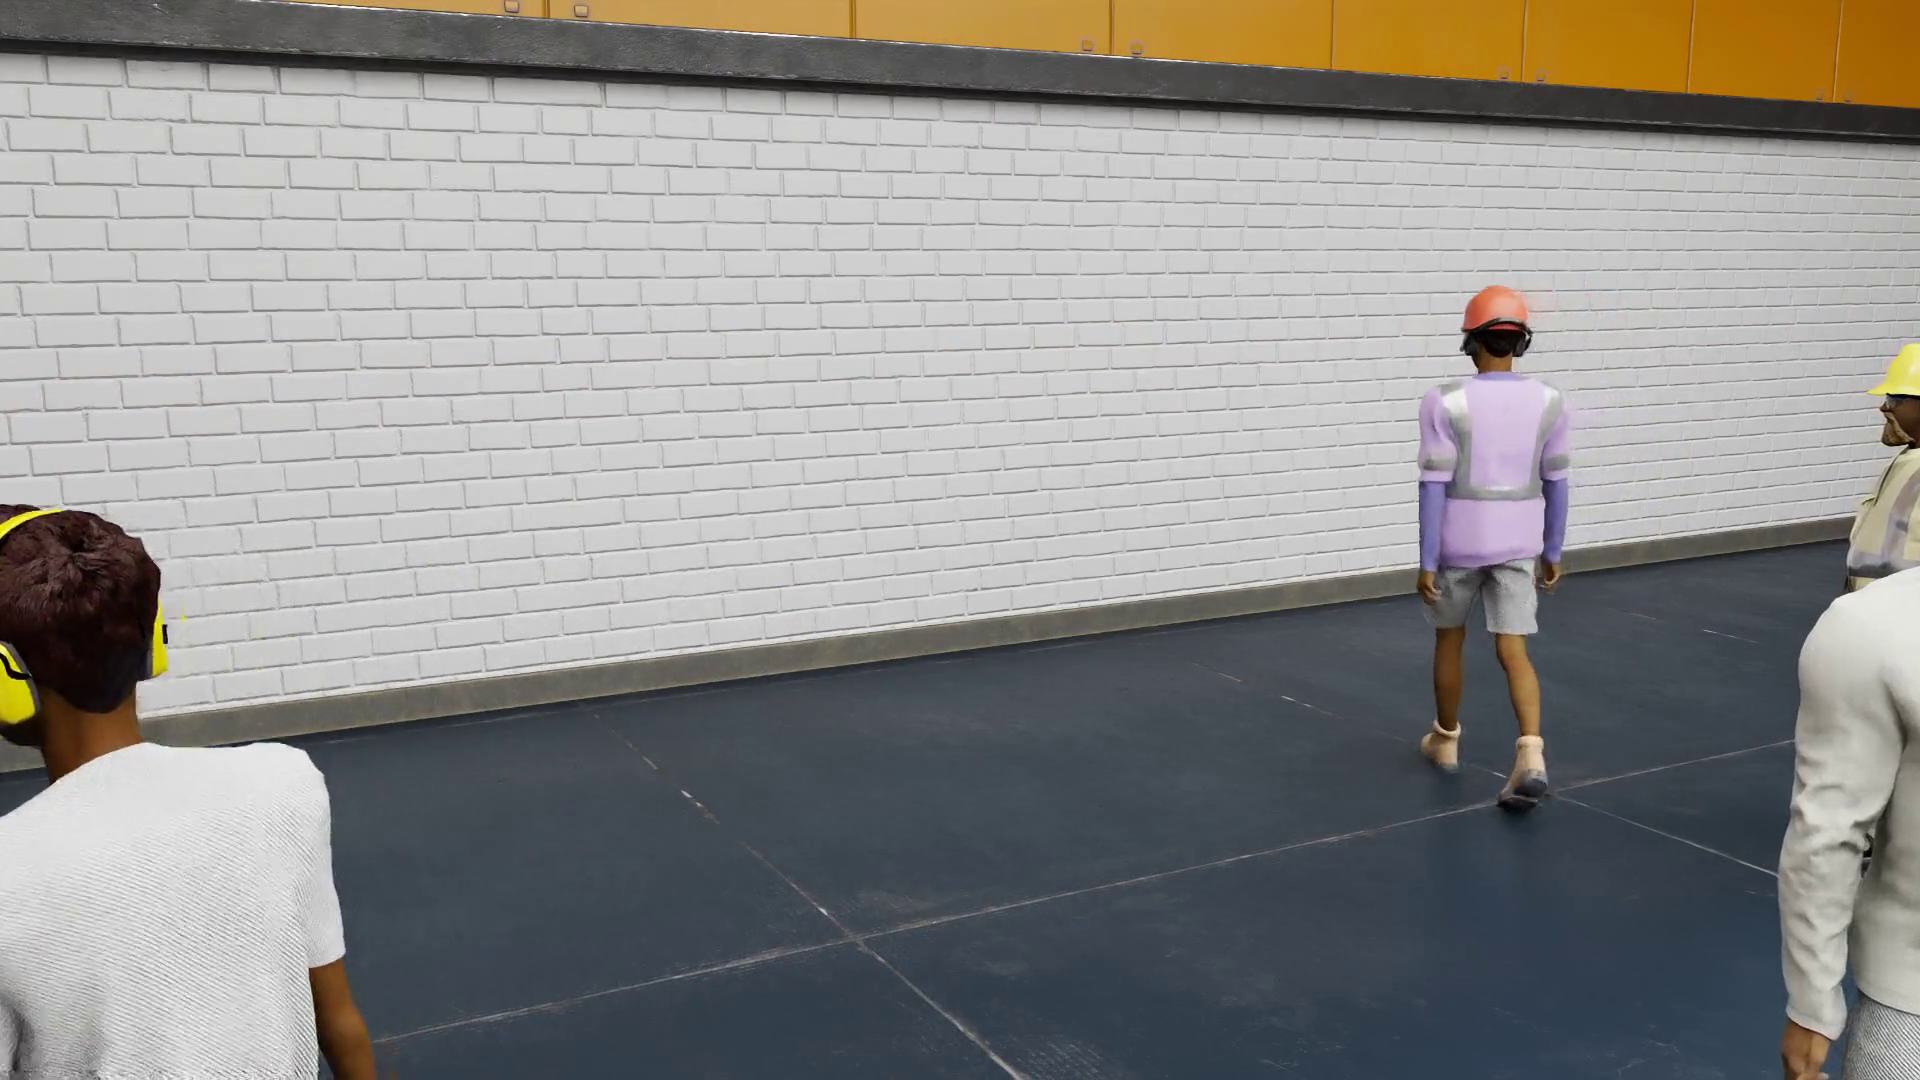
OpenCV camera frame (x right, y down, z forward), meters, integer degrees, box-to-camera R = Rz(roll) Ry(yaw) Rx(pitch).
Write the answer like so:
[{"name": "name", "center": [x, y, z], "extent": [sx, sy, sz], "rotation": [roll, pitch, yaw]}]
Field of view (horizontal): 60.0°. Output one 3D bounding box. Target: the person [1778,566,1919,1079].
[{"name": "person", "center": [1.590, 0.729, 2.553], "extent": [0.641, 1.938, 0.370], "rotation": [2, 10, 10]}]

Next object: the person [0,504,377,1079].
[{"name": "person", "center": [-0.935, 0.879, 1.946], "extent": [0.405, 1.847, 0.547], "rotation": [6, 12, 32]}]

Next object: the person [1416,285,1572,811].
[{"name": "person", "center": [2.079, 0.019, 6.463], "extent": [0.621, 2.007, 0.987], "rotation": [0, 10, -3]}]

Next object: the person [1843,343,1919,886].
[{"name": "person", "center": [3.186, 0.259, 5.581], "extent": [0.403, 1.828, 0.596], "rotation": [3, 10, 15]}]
